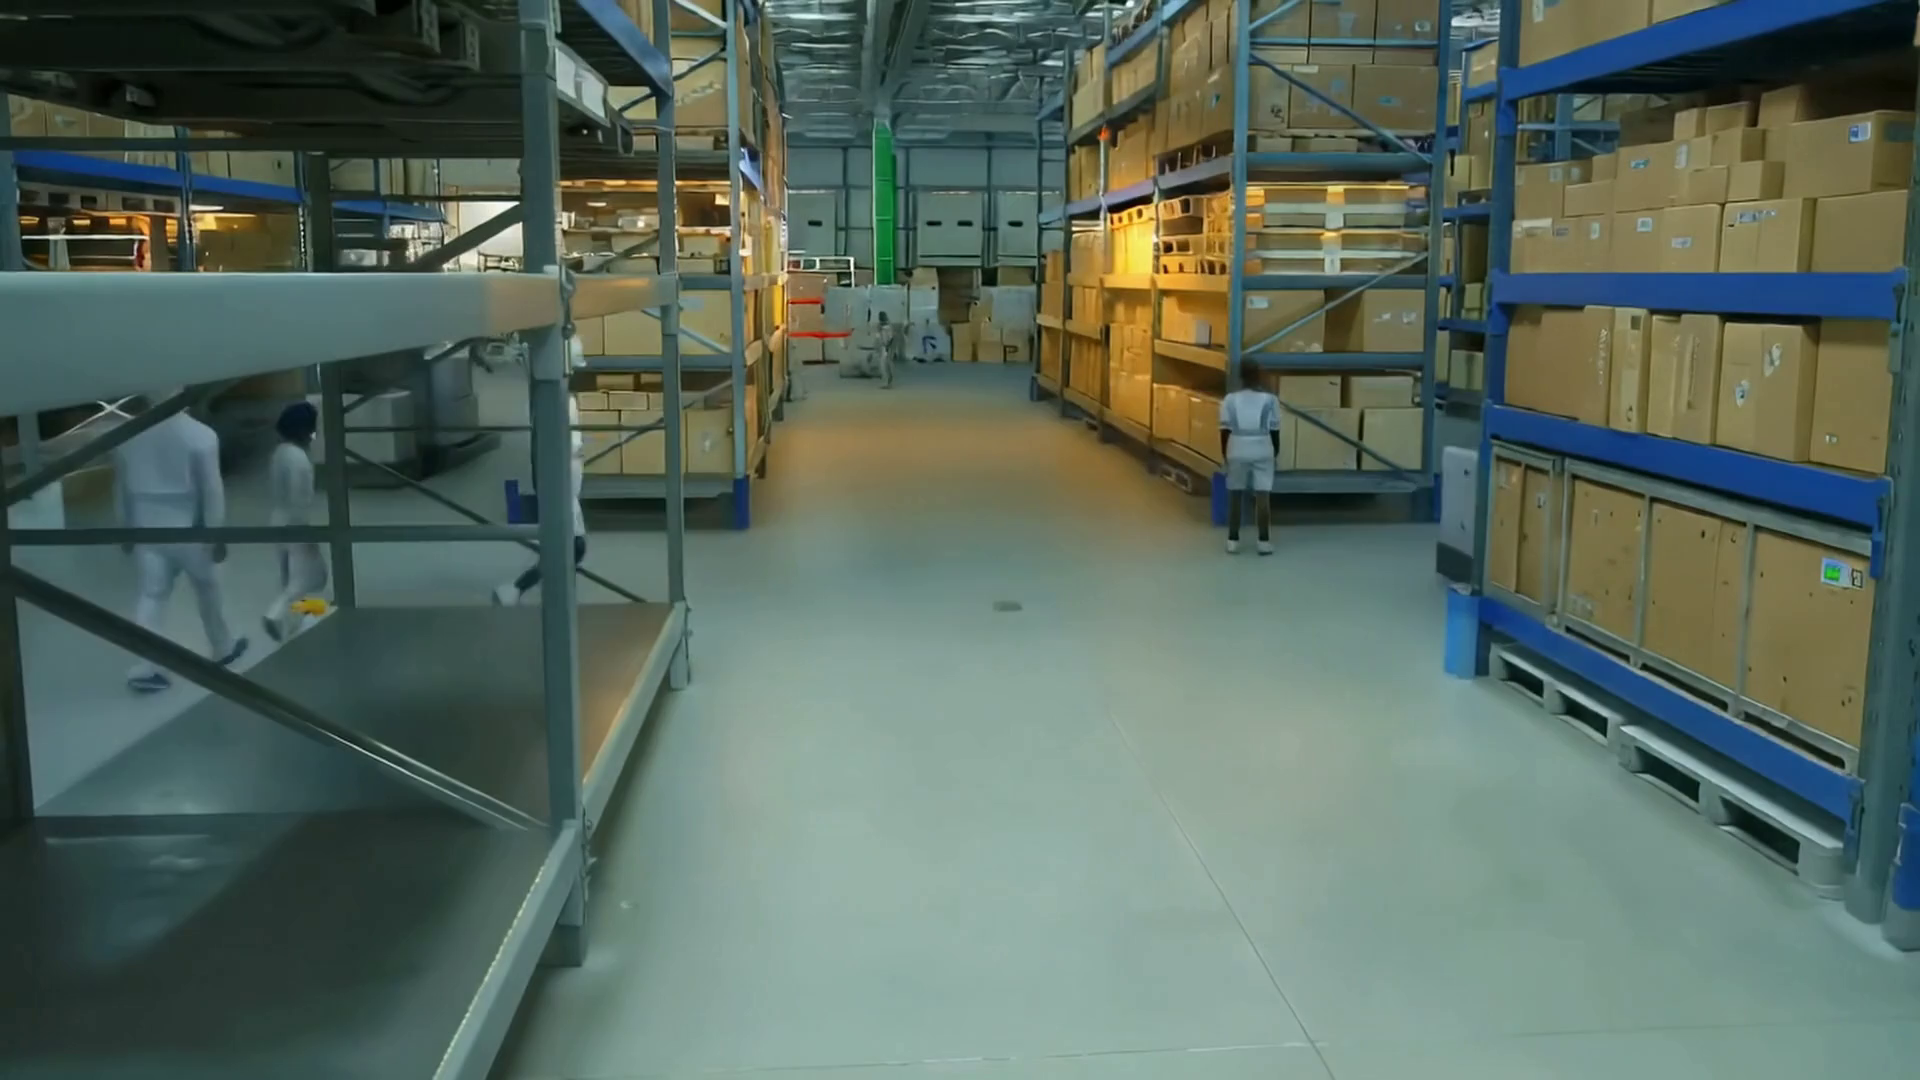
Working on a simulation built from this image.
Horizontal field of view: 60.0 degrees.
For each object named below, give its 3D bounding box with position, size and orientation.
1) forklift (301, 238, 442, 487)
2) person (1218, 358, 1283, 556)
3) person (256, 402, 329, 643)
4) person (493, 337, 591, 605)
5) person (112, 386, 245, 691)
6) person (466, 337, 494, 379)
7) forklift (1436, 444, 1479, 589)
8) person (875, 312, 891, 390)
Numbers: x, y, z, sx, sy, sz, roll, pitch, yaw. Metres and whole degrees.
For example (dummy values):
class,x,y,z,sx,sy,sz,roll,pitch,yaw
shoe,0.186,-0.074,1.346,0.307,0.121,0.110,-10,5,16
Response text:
class,x,y,z,sx,sy,sz,roll,pitch,yaw
forklift,-6.826,-2.076,19.163,1.129,2.768,1.873,-1,9,-4
person,2.487,-0.706,14.267,0.540,1.695,0.317,2,9,13
person,-4.219,-0.070,10.496,0.404,1.609,0.586,-6,11,-35
person,-2.697,-0.338,10.962,0.618,2.026,0.606,0,9,-2
person,-4.633,-0.064,9.805,0.649,1.852,1.033,0,9,0
person,-11.262,-4.689,38.717,0.910,1.887,0.597,3,10,19
forklift,4.713,-1.018,12.519,1.873,2.768,1.129,-1,9,-5
person,-1.597,-3.976,34.979,0.309,1.640,0.513,-3,10,-19
